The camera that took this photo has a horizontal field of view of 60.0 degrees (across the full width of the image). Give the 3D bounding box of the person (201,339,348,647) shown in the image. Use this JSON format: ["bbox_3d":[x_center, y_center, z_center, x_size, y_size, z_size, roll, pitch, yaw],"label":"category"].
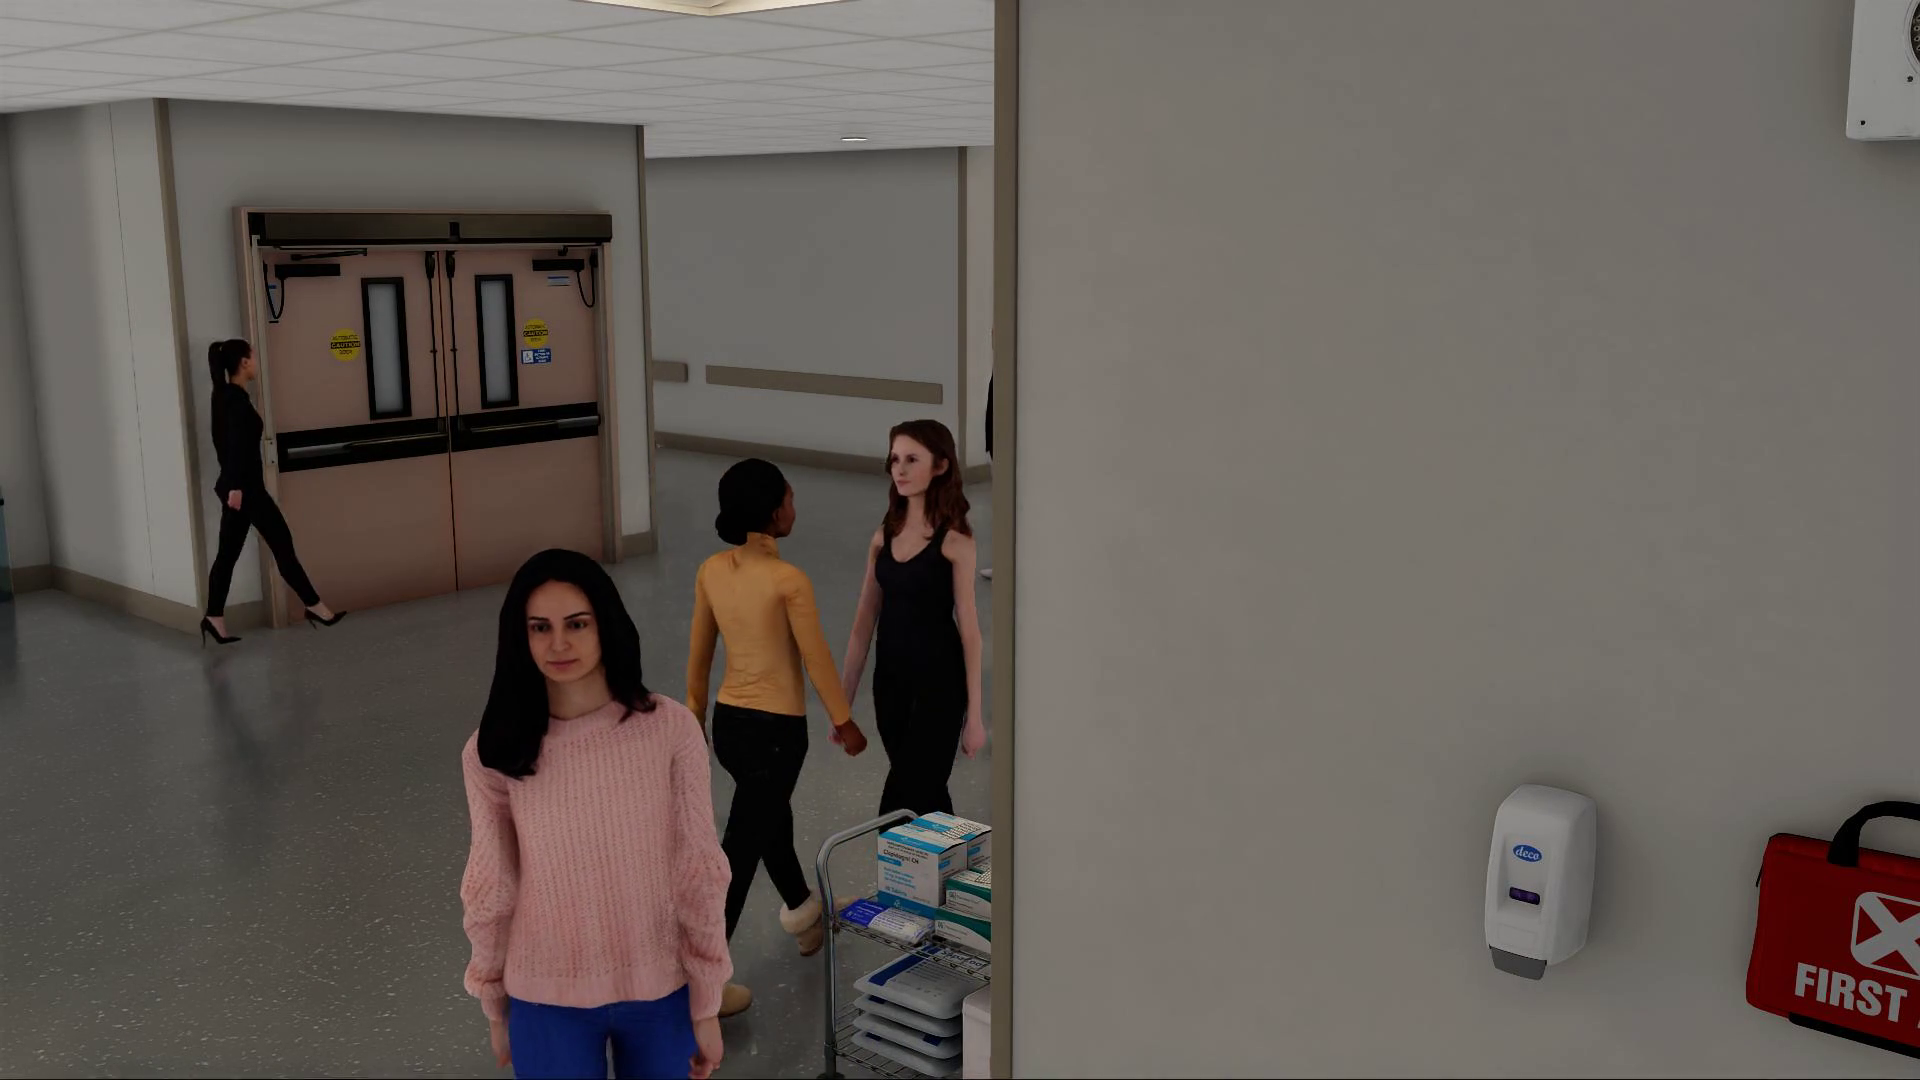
[{"bbox_3d":[-4.030,-0.230,9.134,1.070,1.674,0.831,-5,12,-26],"label":"person"}]

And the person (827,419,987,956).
[{"bbox_3d":[-0.055,0.477,5.254,0.591,1.732,0.667,9,14,40],"label":"person"}]

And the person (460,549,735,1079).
[{"bbox_3d":[-0.660,0.874,3.158,1.142,1.733,1.120,-3,11,-14],"label":"person"}]

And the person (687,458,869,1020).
[{"bbox_3d":[-0.648,0.611,4.854,0.592,1.618,1.062,9,14,41],"label":"person"}]
